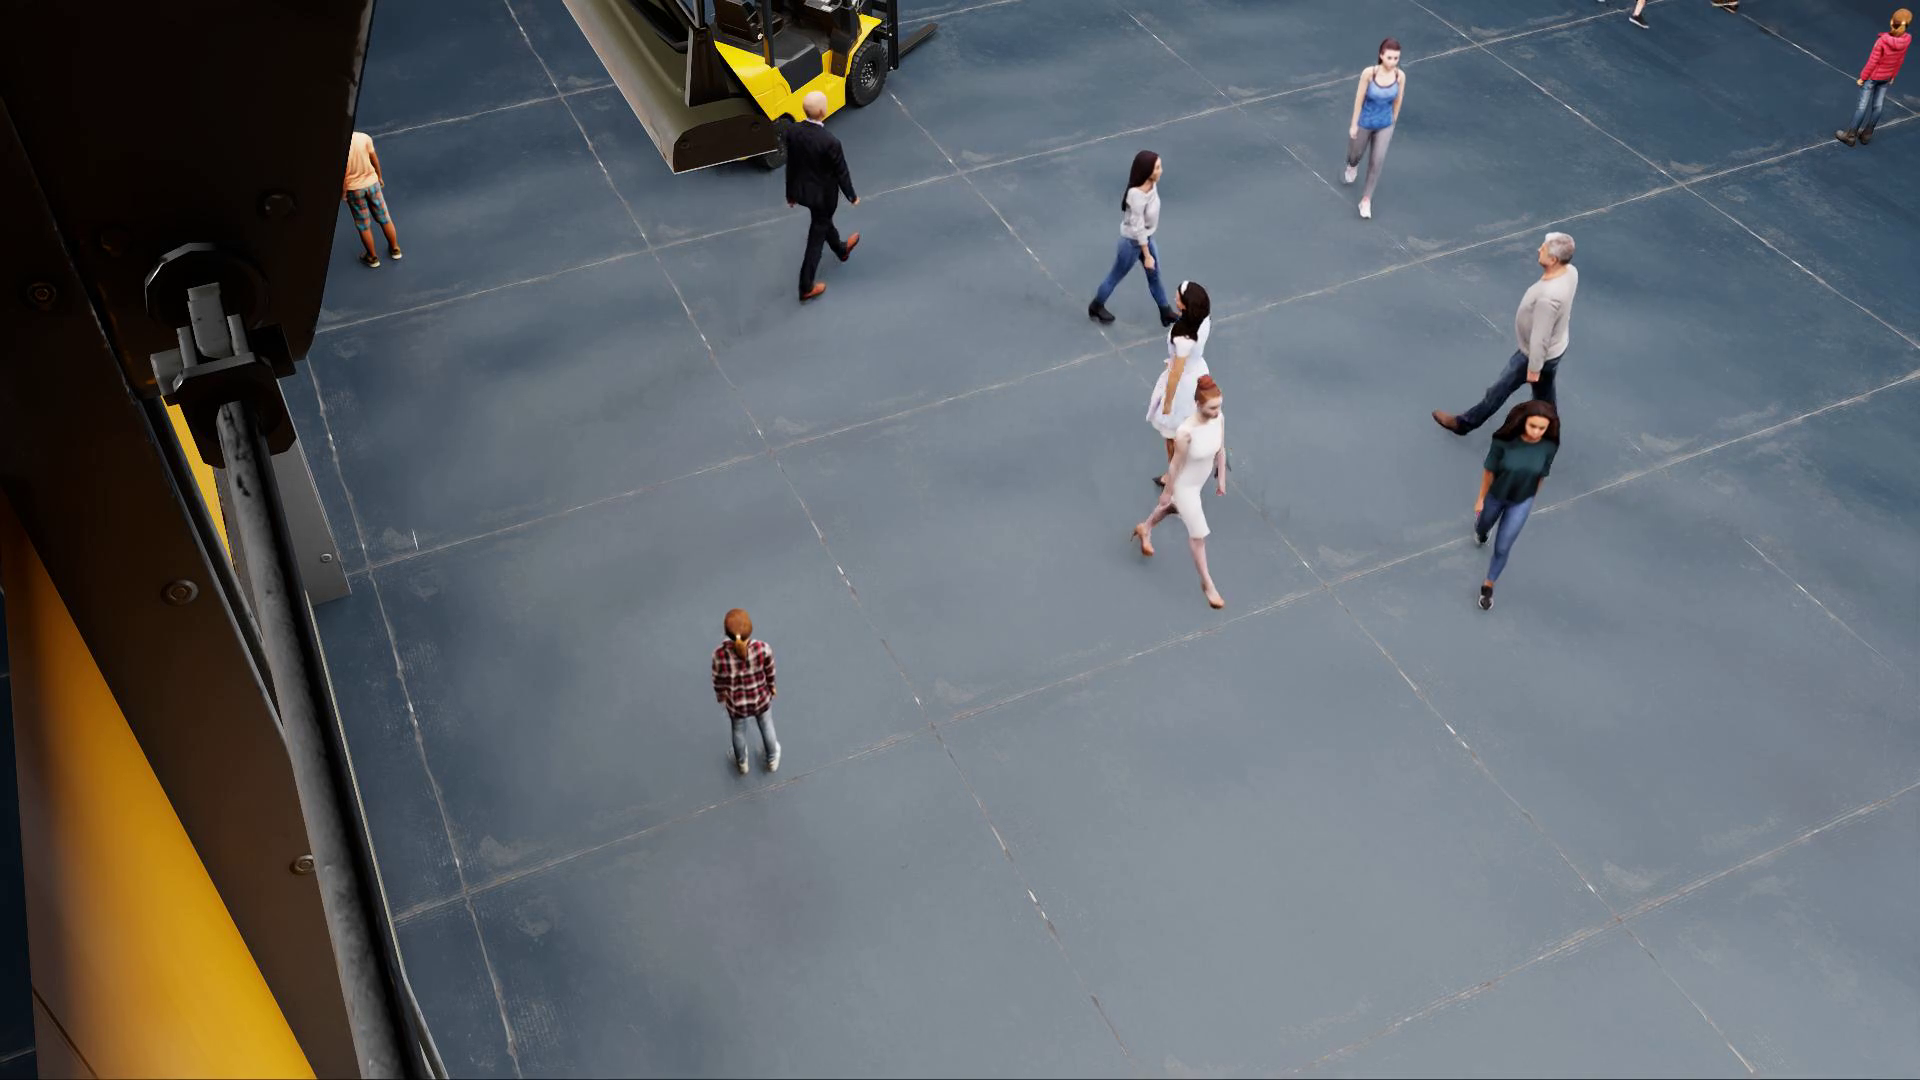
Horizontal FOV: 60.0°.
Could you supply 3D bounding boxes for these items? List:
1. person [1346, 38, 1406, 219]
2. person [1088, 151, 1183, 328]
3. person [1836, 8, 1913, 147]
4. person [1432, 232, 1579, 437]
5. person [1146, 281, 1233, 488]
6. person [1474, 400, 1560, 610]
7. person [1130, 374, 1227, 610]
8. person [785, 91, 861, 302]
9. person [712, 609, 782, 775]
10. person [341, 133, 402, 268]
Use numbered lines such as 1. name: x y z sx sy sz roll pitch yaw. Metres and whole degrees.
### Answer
1. person: 3.615 -3.662 14.606 0.837 1.598 0.992 3 44 3
2. person: 1.311 -2.357 13.250 1.124 1.579 1.029 17 46 17
3. person: 8.560 -4.309 15.489 0.567 1.317 0.556 -6 44 -6
4. person: 4.239 -1.325 11.958 1.292 1.867 1.131 24 49 23
5. person: 1.664 -1.006 11.673 1.032 1.797 0.951 19 47 19
6. person: 3.658 -0.336 11.116 0.963 1.595 1.067 10 45 10
7. person: 1.468 -0.404 11.081 0.802 1.742 1.162 -31 52 -29
8. person: -1.210 -2.753 13.532 1.183 1.762 1.068 29 51 27
9. person: -1.278 0.923 10.008 0.583 1.301 0.569 -5 44 -6
10. person: -5.028 -2.979 13.988 0.568 1.461 0.549 -28 50 -26
